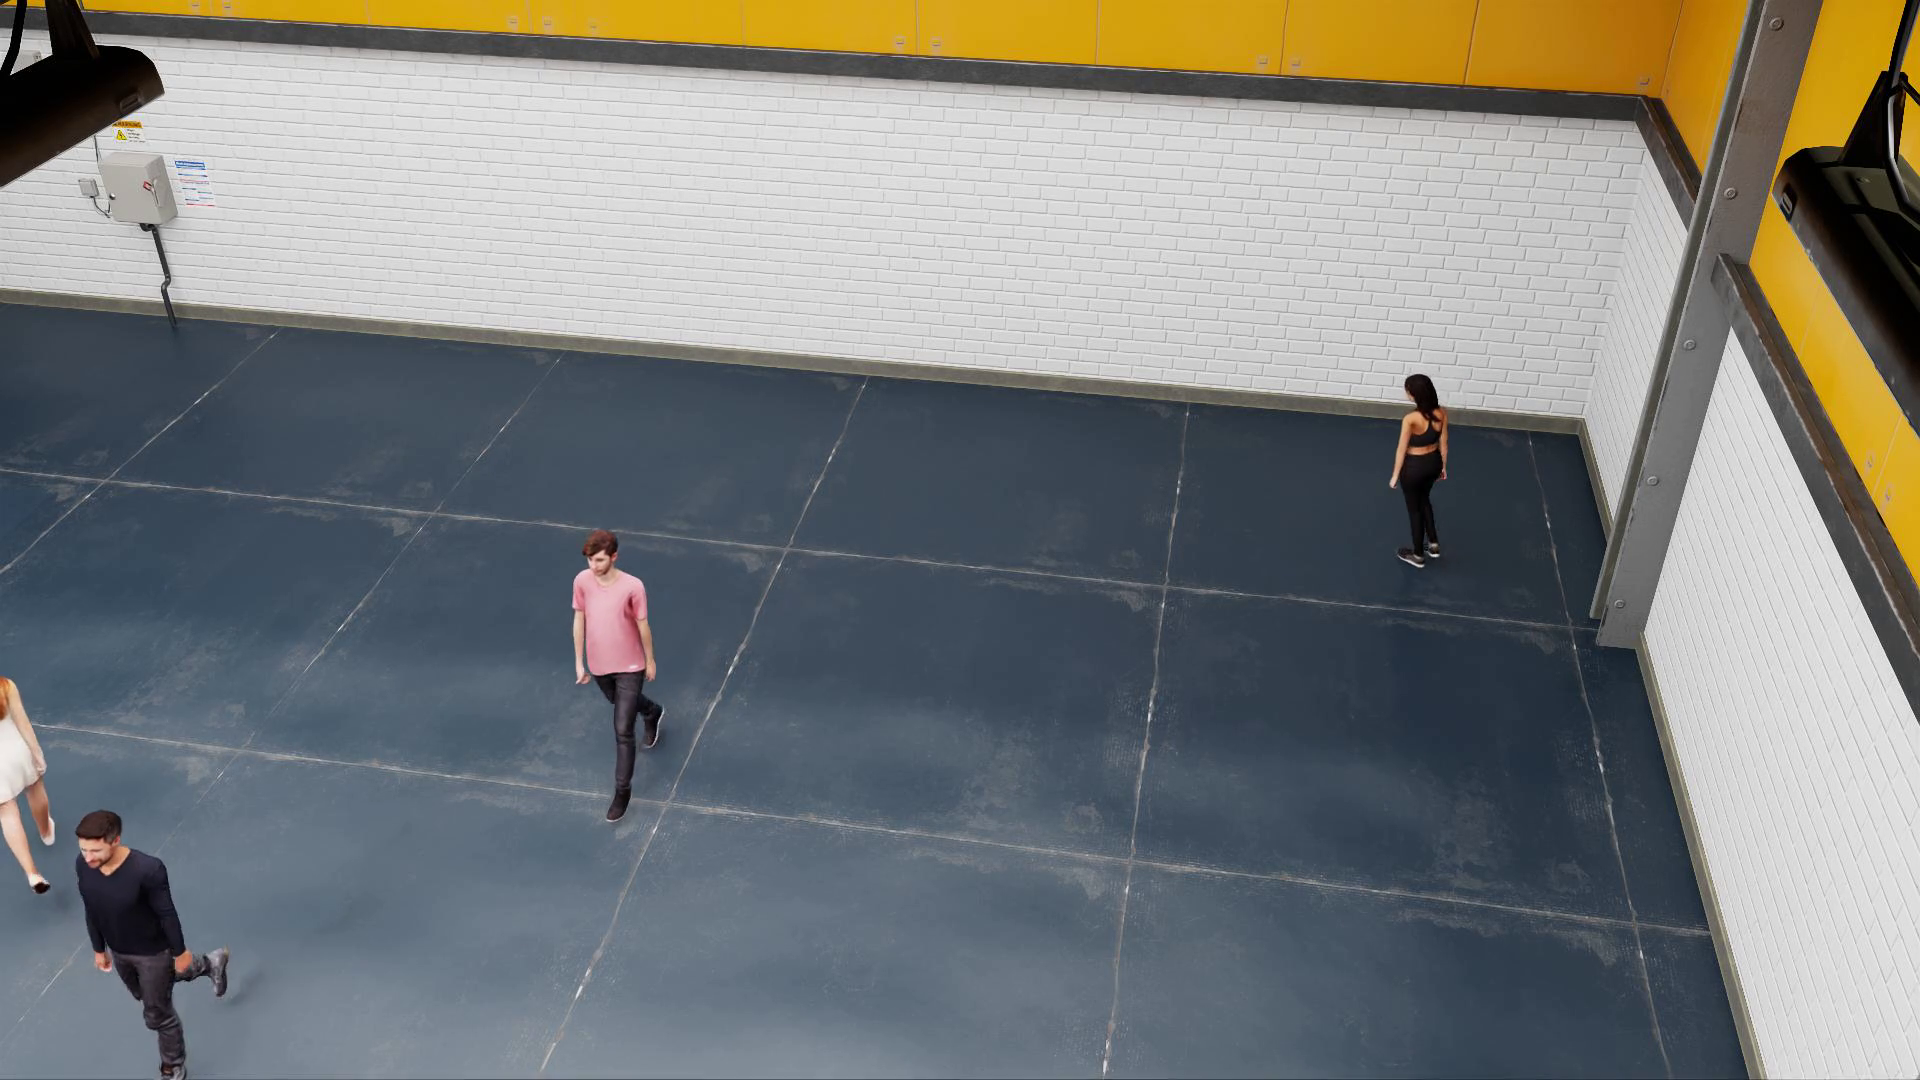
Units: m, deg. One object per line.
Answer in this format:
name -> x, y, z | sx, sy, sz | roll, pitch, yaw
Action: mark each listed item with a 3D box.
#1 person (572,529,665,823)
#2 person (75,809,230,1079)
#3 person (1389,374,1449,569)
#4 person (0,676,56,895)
person -> -2.119, 0.730, 10.488 | 0.692, 1.920, 1.237 | 8, 34, 12
person -> -4.164, 2.036, 8.592 | 0.693, 1.843, 1.115 | 9, 35, 13
person -> 3.526, -0.500, 12.611 | 0.729, 1.617, 0.779 | -9, 35, -13
person -> -5.610, 1.336, 9.788 | 1.008, 1.684, 1.138 | -17, 37, -24
